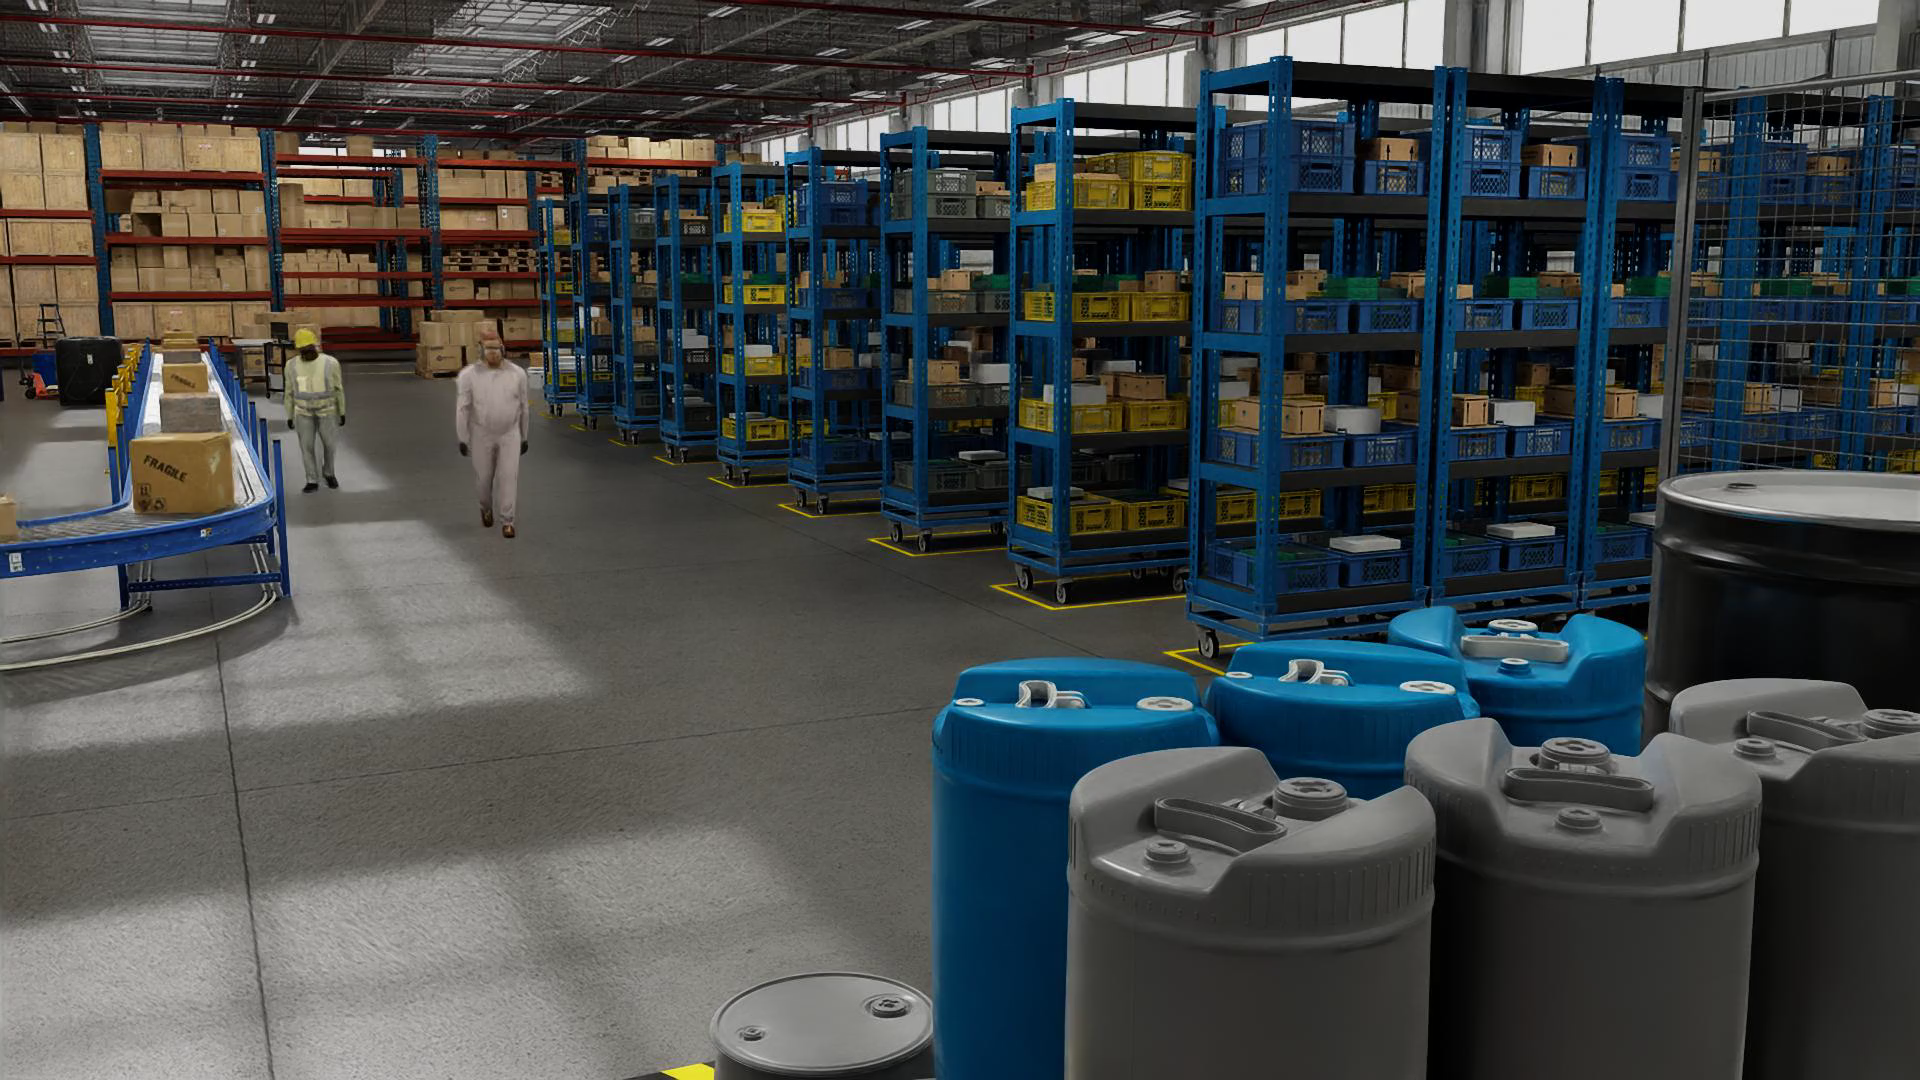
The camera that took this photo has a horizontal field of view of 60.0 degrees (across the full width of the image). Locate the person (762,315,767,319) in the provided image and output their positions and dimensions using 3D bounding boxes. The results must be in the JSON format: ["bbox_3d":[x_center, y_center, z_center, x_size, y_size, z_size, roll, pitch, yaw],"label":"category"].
[{"bbox_3d":[-4.133,-4.234,35.086,0.375,1.997,0.608,3,10,20],"label":"person"}]

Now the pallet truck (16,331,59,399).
[{"bbox_3d":[-17.082,-3.353,31.781,1.630,1.274,0.653,-4,10,-25],"label":"pallet truck"}]

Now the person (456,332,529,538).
[{"bbox_3d":[-4.305,-0.986,15.338,0.652,1.877,0.872,-3,10,-20],"label":"person"}]

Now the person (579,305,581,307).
[{"bbox_3d":[-11.846,-6.913,52.571,0.761,1.715,0.508,-4,10,-24],"label":"person"}]

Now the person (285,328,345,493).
[{"bbox_3d":[-7.060,-1.421,18.236,0.620,1.808,0.527,-2,9,-13],"label":"person"}]

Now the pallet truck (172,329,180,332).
[{"bbox_3d":[-17.275,-3.851,35.096,1.601,1.201,0.680,0,9,1],"label":"pallet truck"}]
